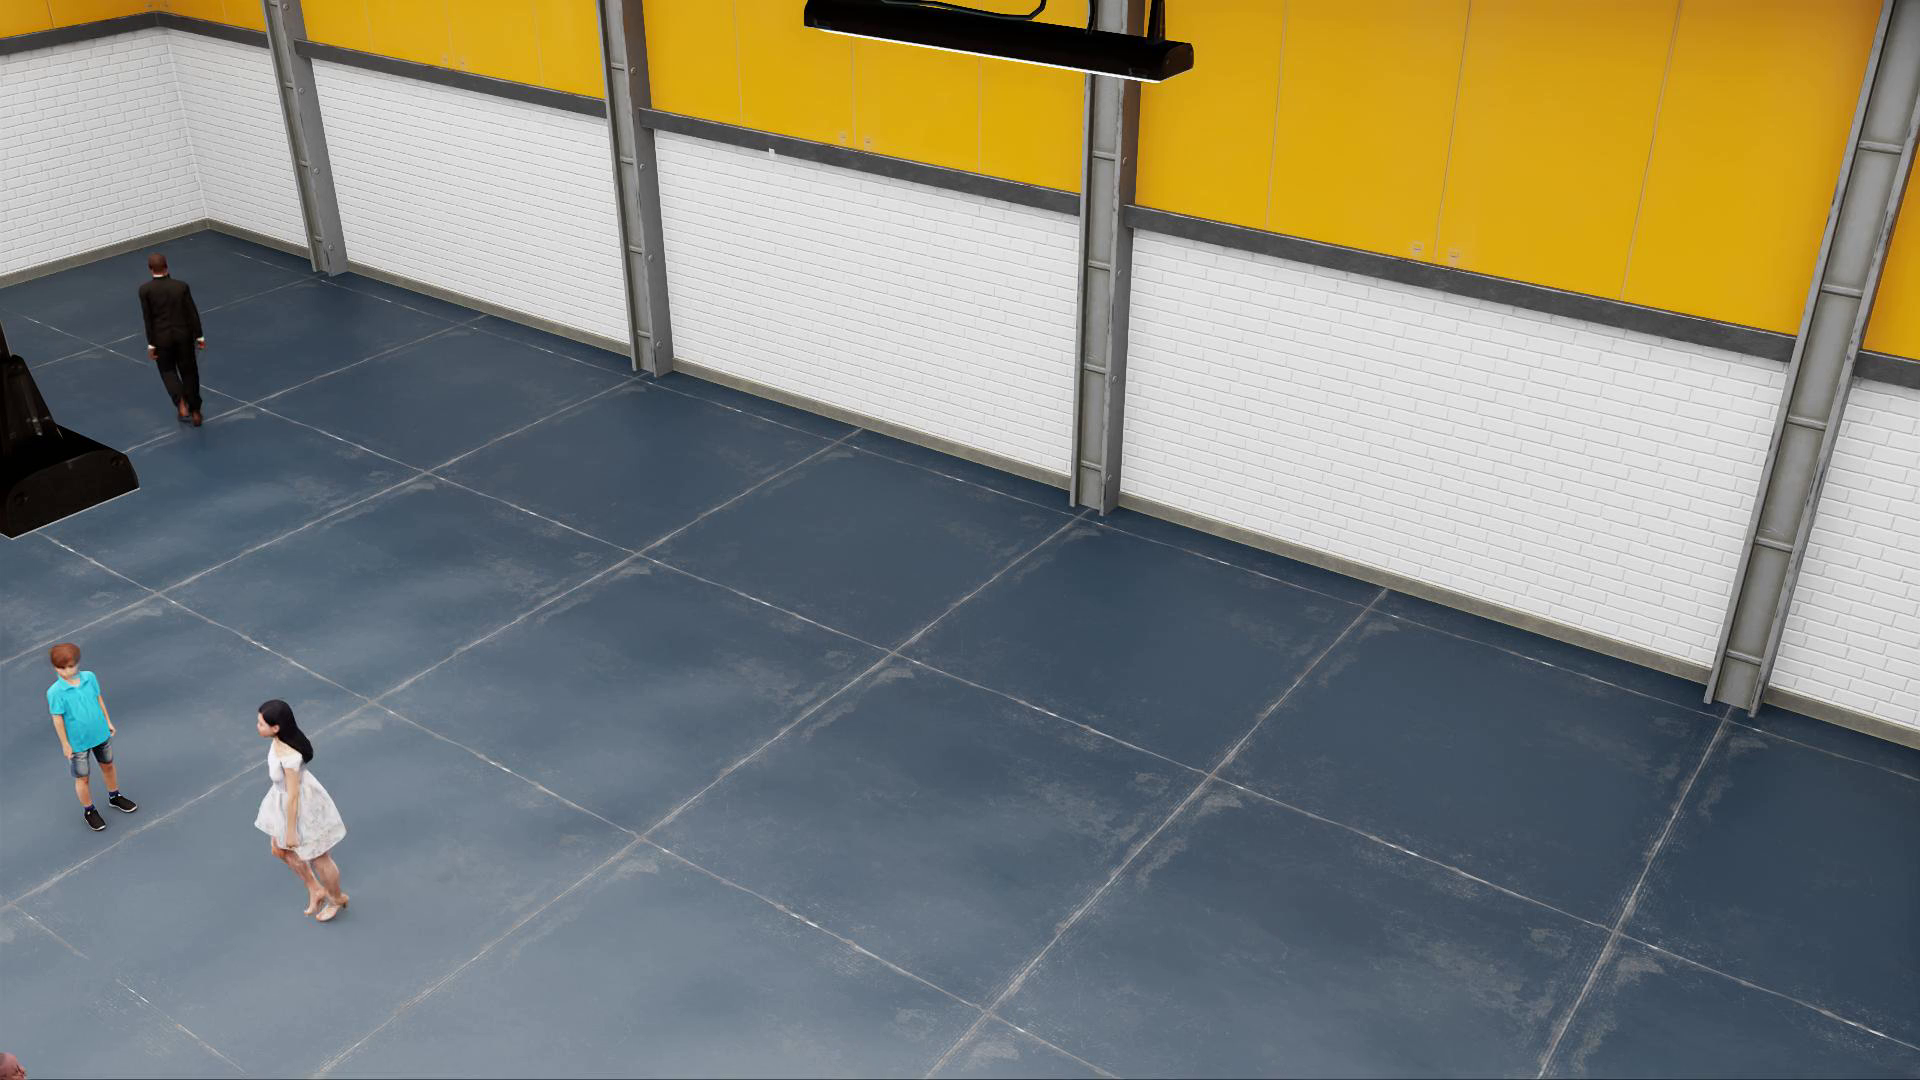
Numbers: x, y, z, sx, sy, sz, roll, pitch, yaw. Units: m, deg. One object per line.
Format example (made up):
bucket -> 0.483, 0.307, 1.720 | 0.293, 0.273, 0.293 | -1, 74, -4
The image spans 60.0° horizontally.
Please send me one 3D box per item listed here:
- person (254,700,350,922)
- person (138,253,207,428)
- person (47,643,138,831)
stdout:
person -> -4.161, 1.754, 10.741 | 0.867, 1.763, 0.825 | -14, 32, -24
person -> -8.331, -2.084, 17.646 | 0.833, 1.887, 0.835 | -14, 32, -24
person -> -6.205, 1.359, 11.795 | 0.479, 1.447, 0.529 | 16, 33, 27
